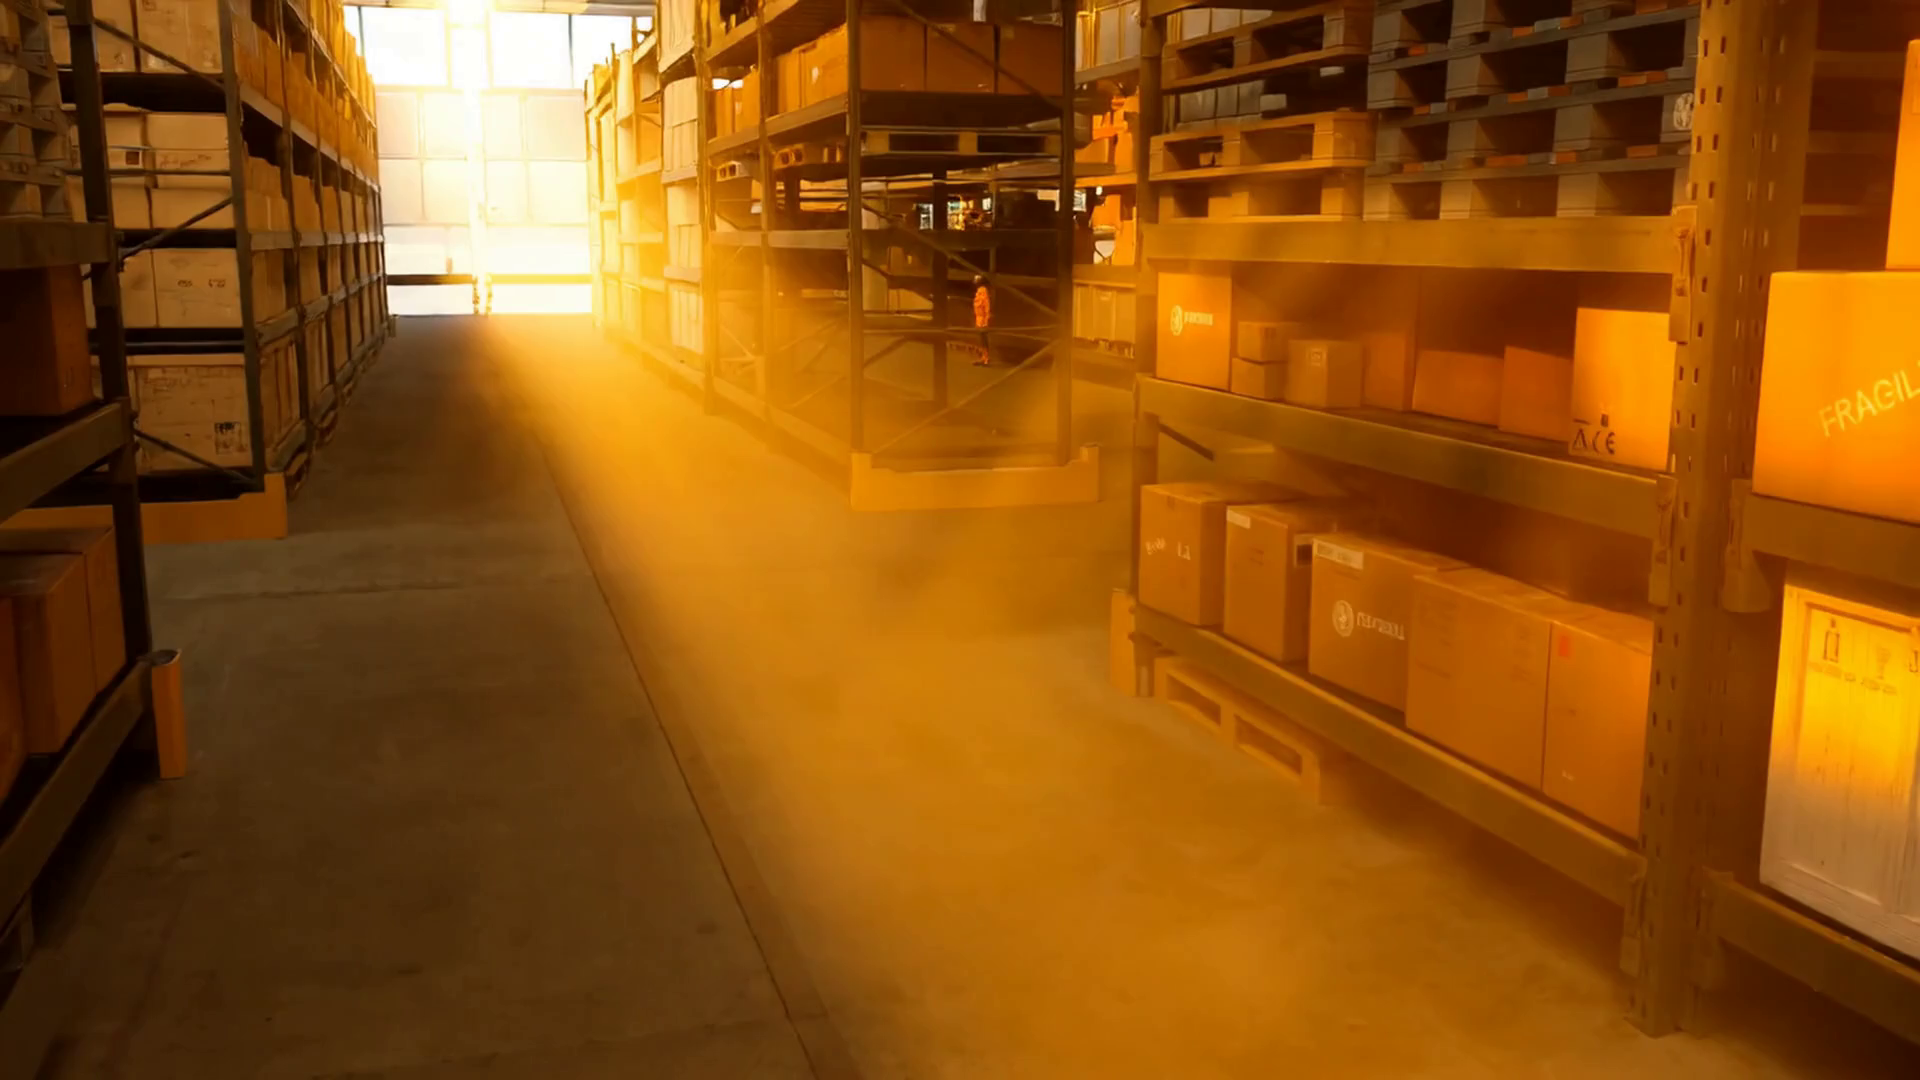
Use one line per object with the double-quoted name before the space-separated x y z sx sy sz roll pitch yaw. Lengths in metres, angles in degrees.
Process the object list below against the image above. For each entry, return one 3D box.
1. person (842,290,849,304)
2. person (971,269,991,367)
"person" -2.532 -5.452 37.561 0.376 1.933 0.544 -3 11 -15
"person" 0.392 -4.008 30.098 0.325 1.769 0.524 -3 11 -15
